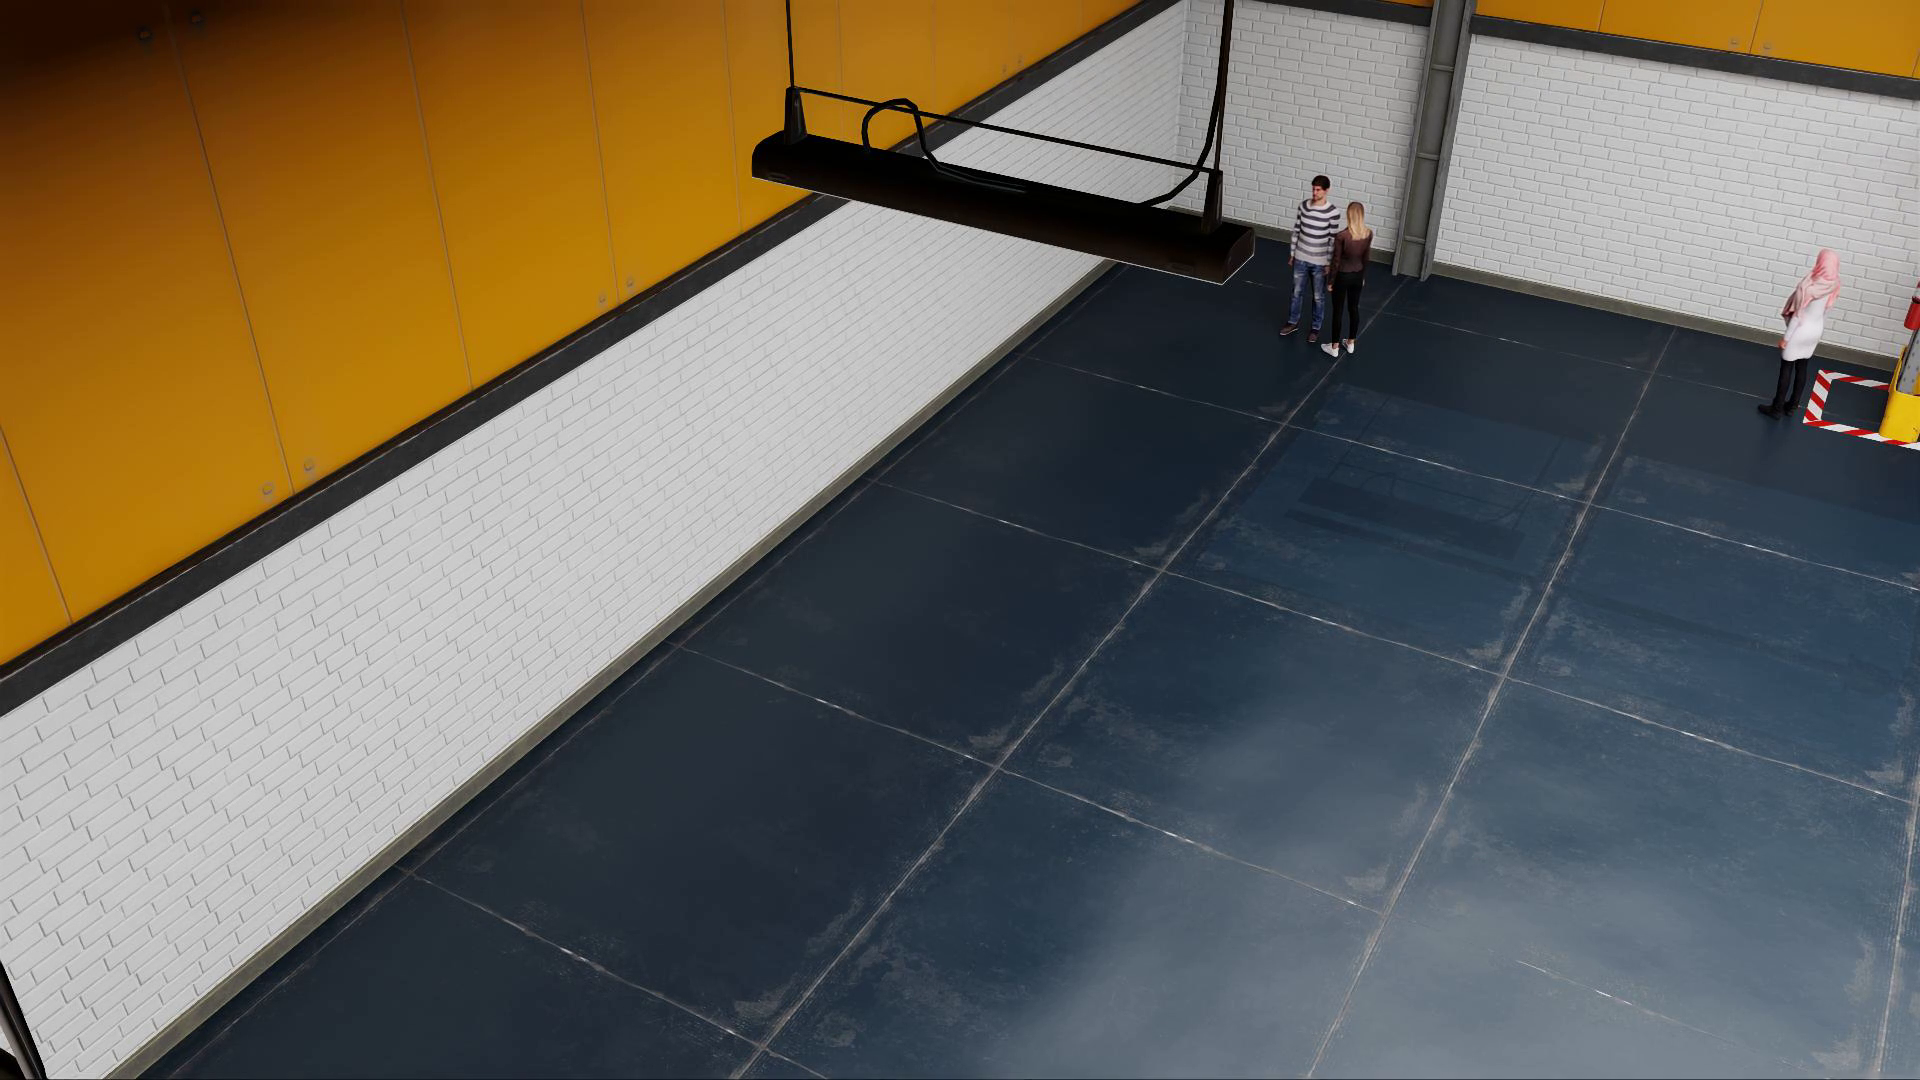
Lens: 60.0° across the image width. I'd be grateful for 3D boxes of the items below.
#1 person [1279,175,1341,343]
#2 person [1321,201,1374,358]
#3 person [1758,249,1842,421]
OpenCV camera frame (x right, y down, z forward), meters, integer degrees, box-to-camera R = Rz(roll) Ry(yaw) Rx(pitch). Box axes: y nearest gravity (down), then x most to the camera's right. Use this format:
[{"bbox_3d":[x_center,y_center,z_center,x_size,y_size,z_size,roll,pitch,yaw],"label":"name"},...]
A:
[{"bbox_3d":[3.803,-3.057,17.942,0.475,1.855,0.714,20,39,27],"label":"person"},{"bbox_3d":[4.113,-2.771,17.650,0.676,1.703,0.709,-12,35,-18],"label":"person"},{"bbox_3d":[8.346,-2.035,16.450,0.735,1.804,0.790,-10,35,-14],"label":"person"}]
